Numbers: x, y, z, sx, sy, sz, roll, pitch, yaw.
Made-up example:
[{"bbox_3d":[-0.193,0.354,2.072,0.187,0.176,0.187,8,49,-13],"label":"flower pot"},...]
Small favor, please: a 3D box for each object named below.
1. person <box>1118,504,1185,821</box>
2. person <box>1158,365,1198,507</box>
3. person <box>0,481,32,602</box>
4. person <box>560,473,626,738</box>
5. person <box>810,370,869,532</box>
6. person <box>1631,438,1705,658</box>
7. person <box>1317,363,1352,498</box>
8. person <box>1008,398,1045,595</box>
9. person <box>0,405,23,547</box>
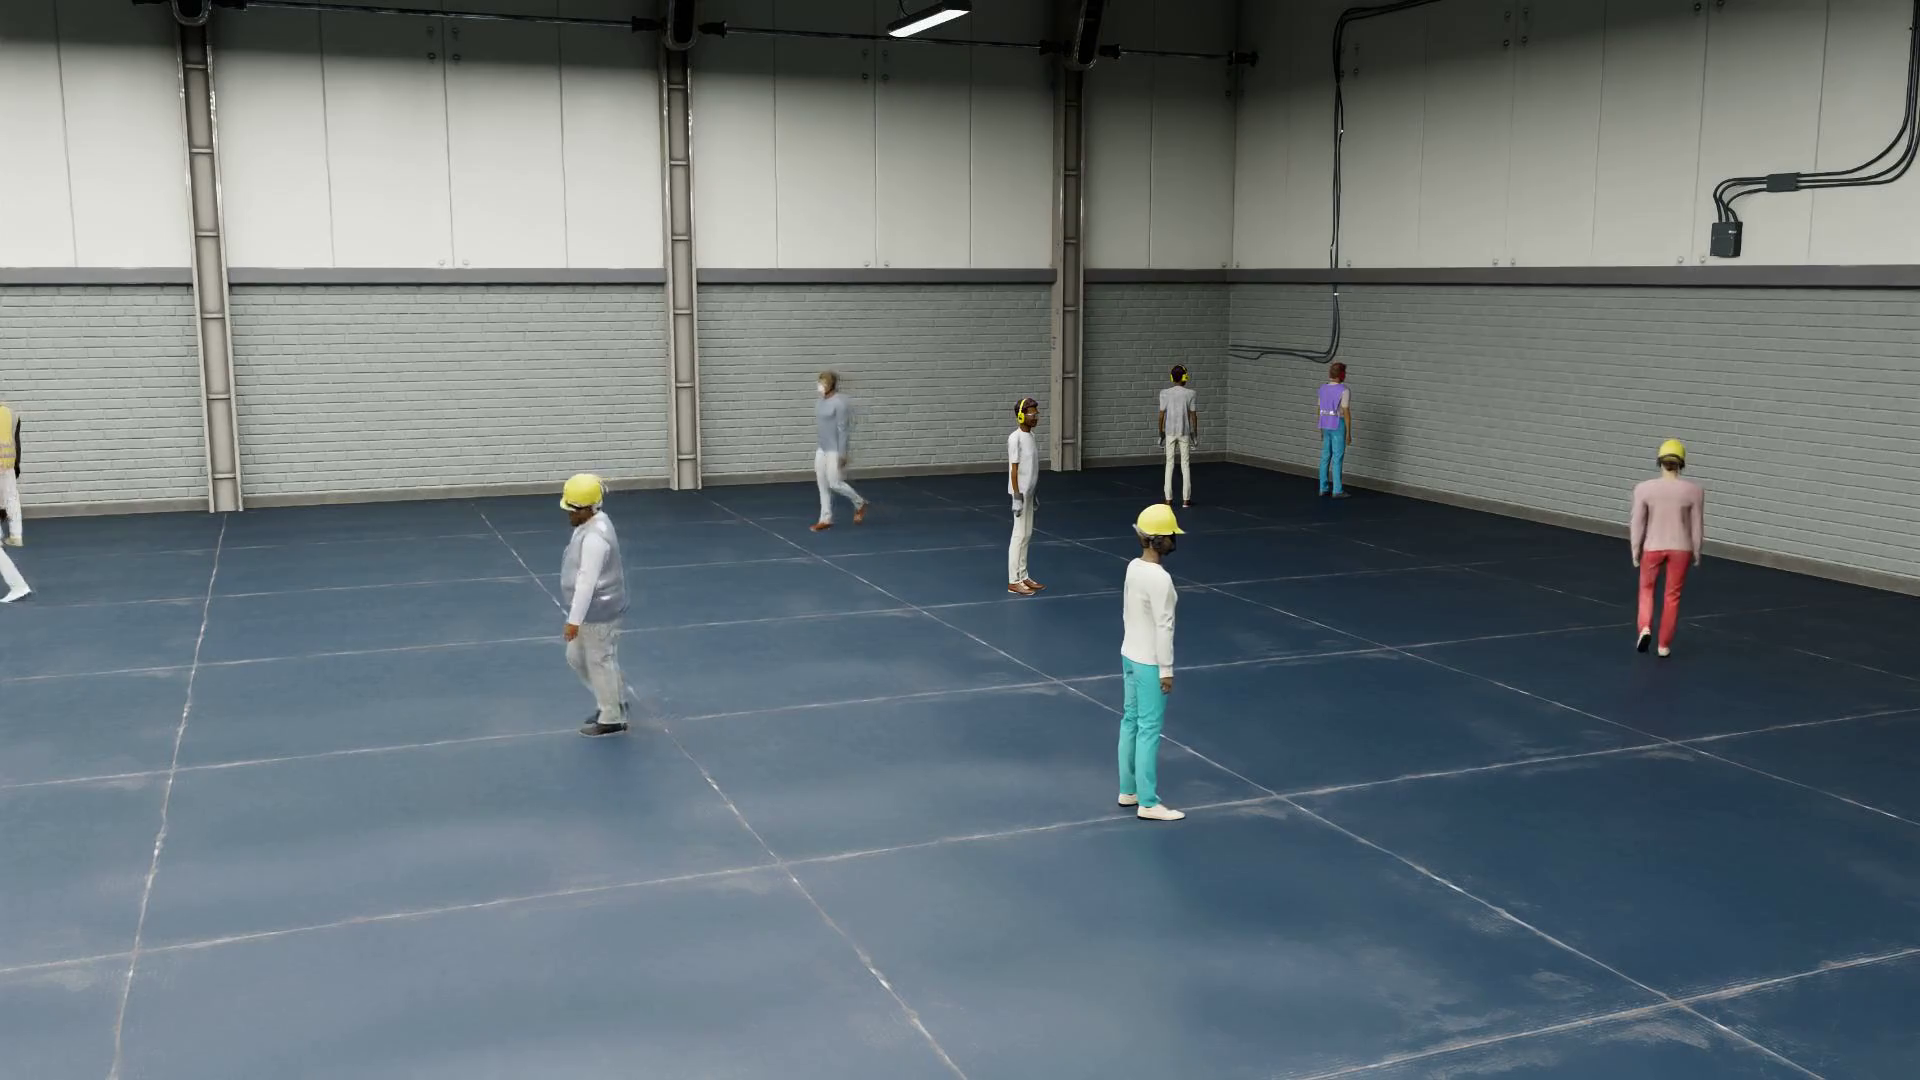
[{"bbox_3d":[1.076,0.676,9.331,0.329,1.769,0.526,-2,9,-15],"label":"person"},{"bbox_3d":[2.855,-1.359,21.806,0.526,1.864,0.315,2,9,13],"label":"person"},{"bbox_3d":[-9.120,-0.340,15.414,1.016,1.874,0.596,0,9,1],"label":"person"},{"bbox_3d":[-2.389,0.442,10.757,0.436,1.783,0.622,-2,9,-15],"label":"person"},{"bbox_3d":[-1.454,-1.058,19.724,0.656,1.925,0.626,-6,11,-34],"label":"person"},{"bbox_3d":[5.589,0.074,13.156,0.532,1.754,0.394,4,10,25],"label":"person"},{"bbox_3d":[5.104,-1.492,22.693,0.379,1.844,0.570,-5,11,-31],"label":"person"},{"bbox_3d":[0.632,-0.425,15.902,0.320,1.876,0.533,3,10,20],"label":"person"},{"bbox_3d":[-10.712,-0.809,18.429,0.429,1.839,0.633,4,10,23],"label":"person"}]
